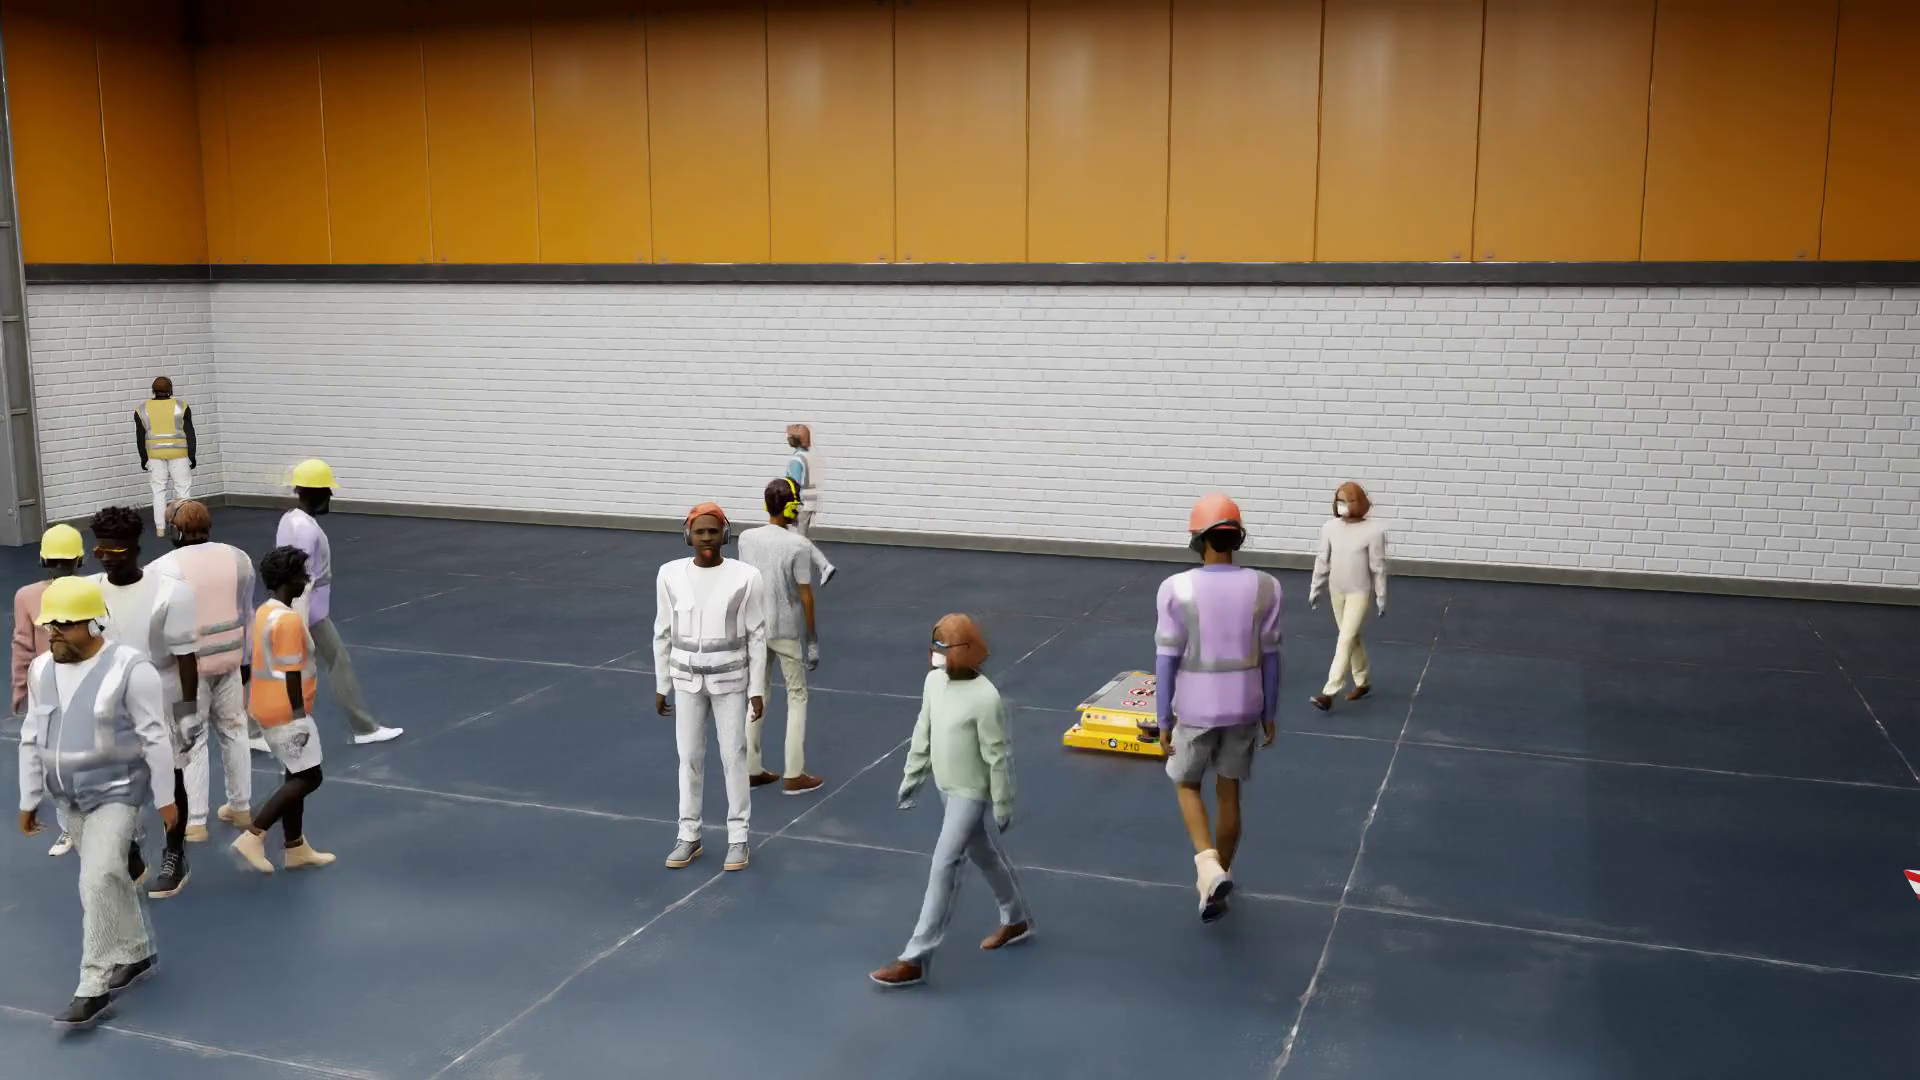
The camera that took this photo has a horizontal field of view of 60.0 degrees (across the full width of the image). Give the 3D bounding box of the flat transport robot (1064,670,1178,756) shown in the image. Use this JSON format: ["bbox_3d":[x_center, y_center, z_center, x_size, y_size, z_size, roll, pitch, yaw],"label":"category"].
[{"bbox_3d":[1.223,1.126,11.056,0.652,0.197,1.431,4,10,22],"label":"flat transport robot"}]

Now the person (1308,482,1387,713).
[{"bbox_3d":[2.653,0.392,11.552,0.878,1.578,0.510,-7,12,-38],"label":"person"}]

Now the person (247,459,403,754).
[{"bbox_3d":[-4.128,0.425,10.486,1.009,1.871,0.603,-6,11,-33],"label":"person"}]

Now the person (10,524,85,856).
[{"bbox_3d":[-4.650,0.769,8.722,0.554,1.749,0.435,-1,9,-3],"label":"person"}]

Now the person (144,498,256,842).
[{"bbox_3d":[-4.083,0.687,8.924,0.429,1.844,0.628,5,11,31],"label":"person"}]

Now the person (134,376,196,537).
[{"bbox_3d":[-9.105,-0.957,19.124,0.621,1.845,0.429,-3,10,-16],"label":"person"}]

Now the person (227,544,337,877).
[{"bbox_3d":[-3.417,0.865,8.309,0.430,1.678,0.553,-6,11,-32],"label":"person"}]

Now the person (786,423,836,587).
[{"bbox_3d":[-1.465,-0.289,15.616,0.437,1.626,0.530,2,9,11],"label":"person"}]

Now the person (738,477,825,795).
[{"bbox_3d":[-1.079,0.559,9.693,0.605,1.855,0.343,5,10,27],"label":"person"}]

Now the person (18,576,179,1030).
[{"bbox_3d":[-3.595,1.053,6.745,0.626,1.805,0.778,3,10,16],"label":"person"}]

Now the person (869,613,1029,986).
[{"bbox_3d":[-0.013,1.090,7.217,0.884,1.583,0.507,-5,11,-30],"label":"person"}]

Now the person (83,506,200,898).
[{"bbox_3d":[-3.932,0.793,7.944,0.631,1.940,0.569,-1,9,-5],"label":"person"}]

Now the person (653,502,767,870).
[{"bbox_3d":[-1.275,0.741,8.456,0.584,1.884,0.349,1,9,8],"label":"person"}]

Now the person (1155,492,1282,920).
[{"bbox_3d":[1.208,0.794,7.724,0.605,2.019,0.650,-1,9,-6],"label":"person"}]
